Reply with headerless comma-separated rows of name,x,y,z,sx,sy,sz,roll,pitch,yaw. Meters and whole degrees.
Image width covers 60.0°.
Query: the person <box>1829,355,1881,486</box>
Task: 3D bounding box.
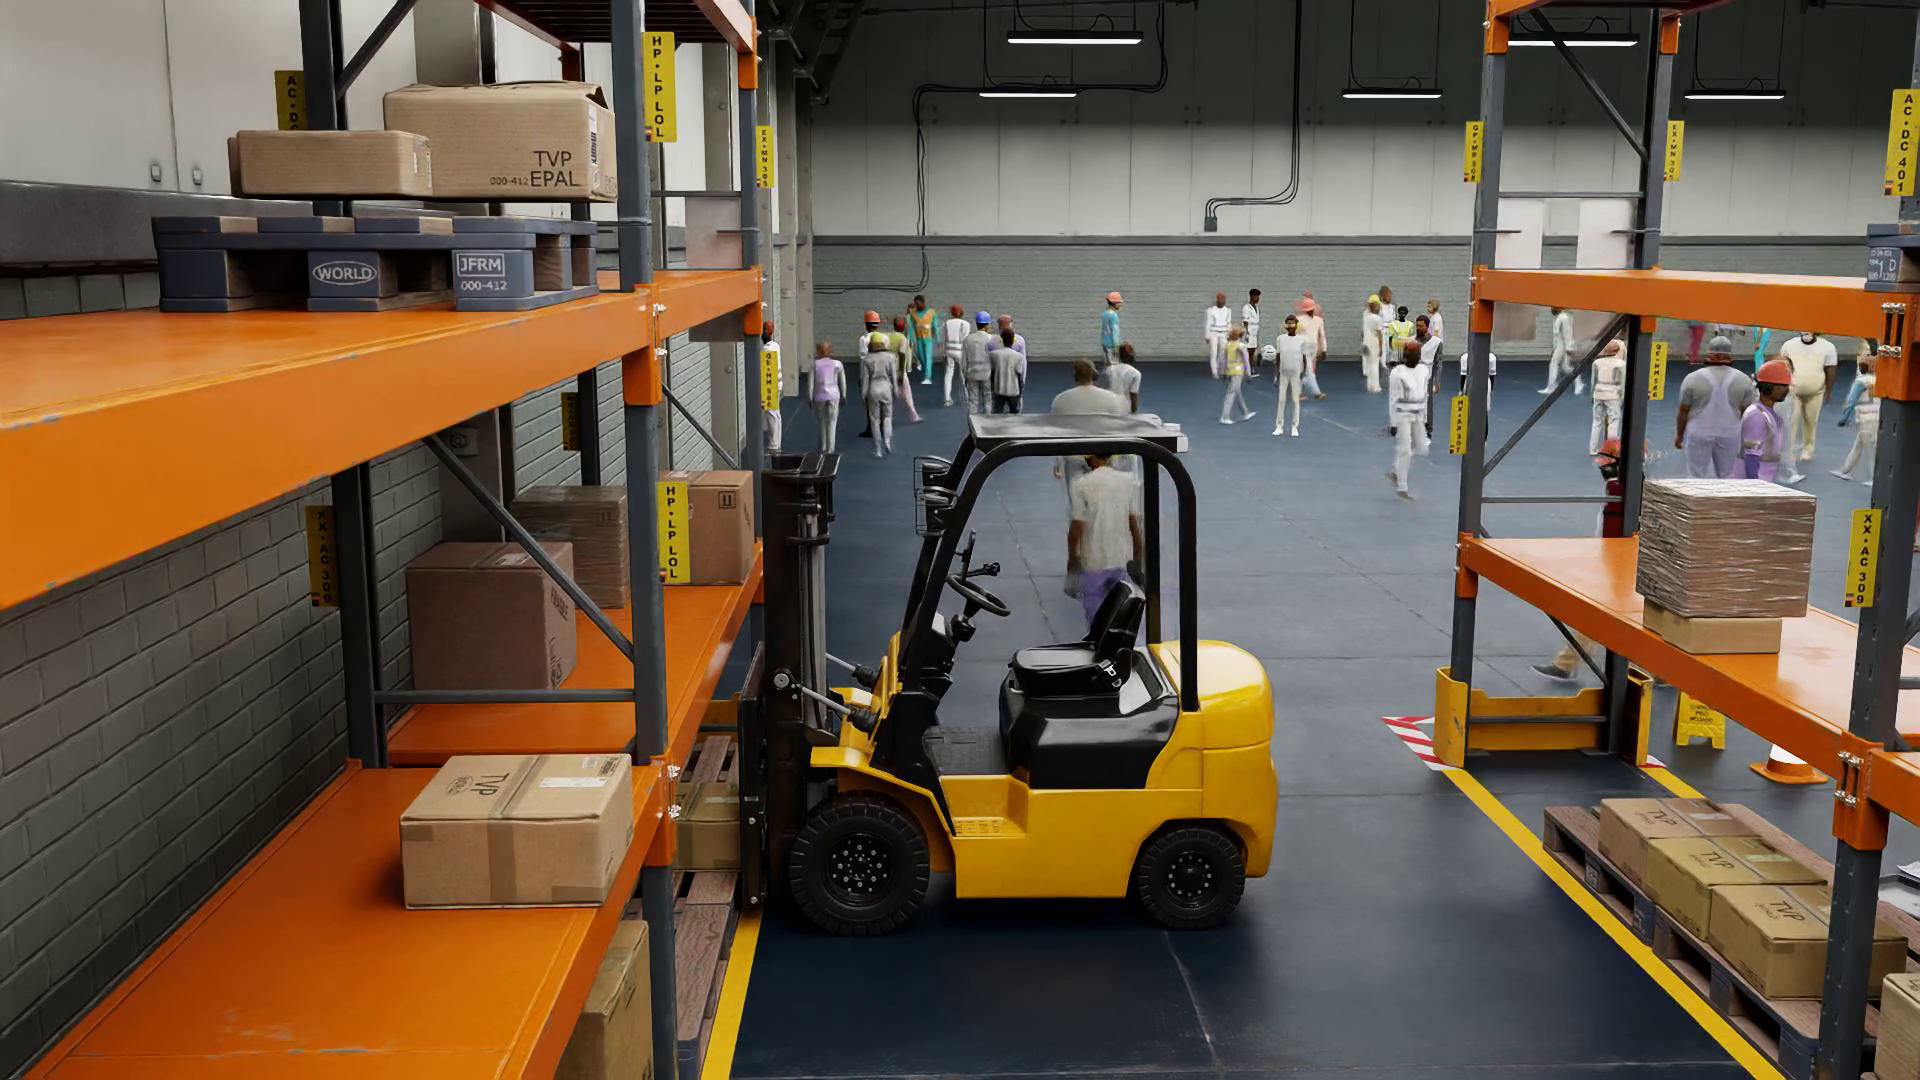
person,11.108,-1.472,20.514,0.514,1.593,0.848,-7,12,-35

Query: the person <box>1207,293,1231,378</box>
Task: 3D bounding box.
person,5.668,-4.484,36.546,0.612,1.860,0.454,-3,11,-15

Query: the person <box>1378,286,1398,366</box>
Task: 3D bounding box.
person,10.185,-5.141,40.051,0.675,1.930,0.343,-1,10,-8

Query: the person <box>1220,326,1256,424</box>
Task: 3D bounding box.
person,4.600,-2.710,27.376,0.840,1.589,0.541,-6,12,-29

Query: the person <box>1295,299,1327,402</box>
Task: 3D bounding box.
person,6.584,-3.542,31.140,0.651,1.910,1.029,-5,11,-27

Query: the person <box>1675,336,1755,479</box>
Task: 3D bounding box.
person,7.774,-1.097,17.174,0.695,2.000,0.537,3,11,15

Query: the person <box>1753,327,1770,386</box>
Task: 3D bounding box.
person,16.614,-4.111,34.542,0.349,1.836,0.517,6,12,30

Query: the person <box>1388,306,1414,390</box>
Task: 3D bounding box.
person,8.899,-3.877,33.610,0.536,1.699,0.322,-1,10,-6

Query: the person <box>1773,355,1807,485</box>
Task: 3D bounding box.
person,10.124,-1.475,20.530,0.525,1.588,0.851,-1,10,-6

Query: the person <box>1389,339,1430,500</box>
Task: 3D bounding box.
person,5.205,-1.398,19.312,0.614,1.871,0.469,-6,12,-31

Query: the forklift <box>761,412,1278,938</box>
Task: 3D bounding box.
forklift,0.291,0.548,7.580,2.313,2.155,1.214,0,10,-2

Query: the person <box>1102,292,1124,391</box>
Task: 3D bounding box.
person,2.910,-3.700,31.672,0.395,2.038,0.615,-2,10,-13

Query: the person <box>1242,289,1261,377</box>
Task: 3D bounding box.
person,6.467,-4.595,36.907,0.384,1.953,0.610,7,12,33

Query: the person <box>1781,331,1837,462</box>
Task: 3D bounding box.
person,11.506,-2.078,22.636,0.702,2.000,0.548,6,12,29

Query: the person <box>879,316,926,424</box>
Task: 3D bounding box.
person,-1.025,-2.757,27.115,0.973,1.792,0.596,-8,13,-39

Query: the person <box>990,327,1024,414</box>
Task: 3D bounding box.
person,0.630,-2.010,22.863,0.528,1.823,0.938,2,10,13

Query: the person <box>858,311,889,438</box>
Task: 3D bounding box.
person,-1.339,-2.532,25.452,0.544,1.939,0.354,-10,14,-43

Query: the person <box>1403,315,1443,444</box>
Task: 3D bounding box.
person,6.806,-2.355,24.520,0.598,1.917,0.375,9,13,40

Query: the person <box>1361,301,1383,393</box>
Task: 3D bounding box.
person,8.189,-3.821,33.043,0.410,1.816,0.535,-6,12,-29

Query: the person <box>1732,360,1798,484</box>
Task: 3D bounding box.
person,6.567,-0.456,13.639,0.419,2.034,0.605,7,12,33

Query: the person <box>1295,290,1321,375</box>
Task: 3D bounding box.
person,7.666,-4.565,36.862,0.637,1.911,0.406,-3,11,-18

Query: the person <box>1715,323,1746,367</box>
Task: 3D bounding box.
person,18.319,-5.027,39.472,0.612,1.883,0.922,-1,10,-4

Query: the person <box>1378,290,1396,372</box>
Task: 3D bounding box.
person,9.799,-4.832,38.454,0.587,1.870,0.541,-5,11,-24

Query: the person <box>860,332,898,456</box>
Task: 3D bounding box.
person,-1.131,-2.041,23.260,0.529,1.729,0.409,-2,10,-9

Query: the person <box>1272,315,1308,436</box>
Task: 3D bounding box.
person,5.091,-2.534,25.650,0.519,1.874,0.331,4,11,22

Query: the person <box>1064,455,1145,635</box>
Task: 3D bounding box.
person,0.929,0.183,10.625,0.518,1.843,0.493,-6,12,-31

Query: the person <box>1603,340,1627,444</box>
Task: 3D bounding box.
person,9.538,-2.277,24.089,0.389,1.923,0.549,3,11,15

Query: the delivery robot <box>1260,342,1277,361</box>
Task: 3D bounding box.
delivery robot,7.451,-4.525,40.148,0.477,0.478,0.707,1,10,4

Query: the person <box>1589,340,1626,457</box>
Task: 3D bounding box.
person,8.967,-1.945,23.053,0.315,1.631,0.526,-8,13,-38

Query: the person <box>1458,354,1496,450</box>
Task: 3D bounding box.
person,7.427,-2.137,23.925,0.541,1.695,0.315,-1,10,-5

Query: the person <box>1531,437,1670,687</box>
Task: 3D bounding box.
person,4.396,0.159,11.135,0.935,1.695,0.565,0,10,-2

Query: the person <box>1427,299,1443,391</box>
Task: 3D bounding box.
person,9.519,-3.905,33.401,0.344,1.838,0.502,2,10,10

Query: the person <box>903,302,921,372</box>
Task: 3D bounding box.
person,-1.068,-4.694,38.435,0.501,1.606,0.708,2,10,11

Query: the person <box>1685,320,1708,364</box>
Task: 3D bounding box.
person,18.058,-5.277,40.628,0.446,1.974,0.657,-2,10,-12

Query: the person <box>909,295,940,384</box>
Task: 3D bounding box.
person,-0.730,-4.241,35.182,0.667,1.873,0.765,4,11,22

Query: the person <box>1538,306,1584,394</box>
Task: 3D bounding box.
person,11.919,-3.807,32.743,0.849,1.883,0.597,2,10,13

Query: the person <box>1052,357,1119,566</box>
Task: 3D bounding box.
person,1.168,-0.740,15.510,0.652,1.916,0.692,2,10,10

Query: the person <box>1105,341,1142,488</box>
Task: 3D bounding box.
person,1.903,-1.477,19.935,0.506,1.817,0.861,7,12,34

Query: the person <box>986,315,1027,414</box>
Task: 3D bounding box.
person,0.681,-2.416,24.896,0.642,1.907,0.410,1,10,8

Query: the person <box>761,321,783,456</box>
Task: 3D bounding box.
person,-2.674,-2.118,23.300,0.357,1.882,0.573,1,10,7

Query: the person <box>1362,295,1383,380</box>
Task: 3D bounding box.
person,8.974,-4.407,36.187,0.403,1.835,0.588,-3,11,-17

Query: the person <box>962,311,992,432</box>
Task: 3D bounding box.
person,0.326,-2.452,24.974,0.616,1.945,0.399,5,11,24

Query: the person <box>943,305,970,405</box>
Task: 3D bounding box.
person,-0.048,-3.413,30.663,0.601,1.824,0.984,5,11,25

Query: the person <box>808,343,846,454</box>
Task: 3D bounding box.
person,-1.859,-1.955,23.206,0.527,1.582,0.901,-1,10,-4
